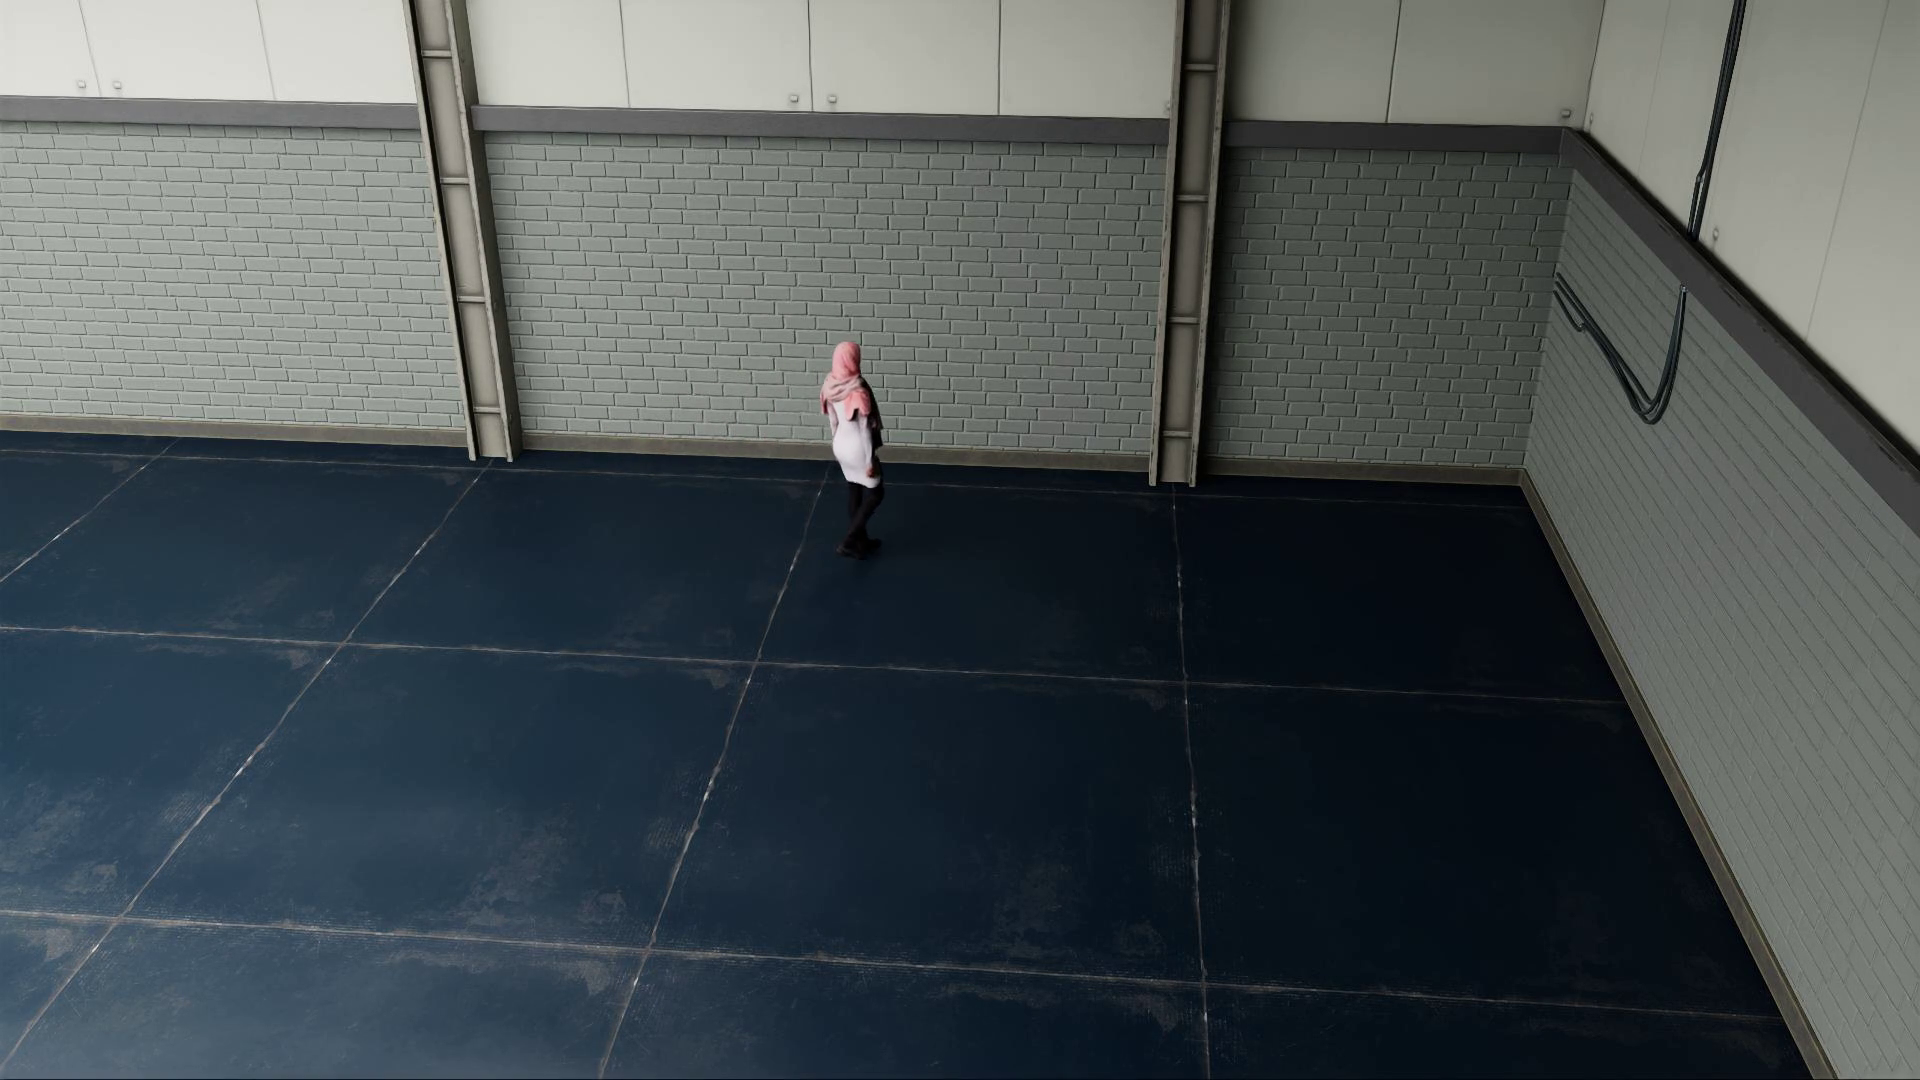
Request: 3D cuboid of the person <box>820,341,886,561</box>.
[{"bbox_3d":[-0.842,-0.635,12.629,0.876,1.796,0.930,24,36,38],"label":"person"}]
